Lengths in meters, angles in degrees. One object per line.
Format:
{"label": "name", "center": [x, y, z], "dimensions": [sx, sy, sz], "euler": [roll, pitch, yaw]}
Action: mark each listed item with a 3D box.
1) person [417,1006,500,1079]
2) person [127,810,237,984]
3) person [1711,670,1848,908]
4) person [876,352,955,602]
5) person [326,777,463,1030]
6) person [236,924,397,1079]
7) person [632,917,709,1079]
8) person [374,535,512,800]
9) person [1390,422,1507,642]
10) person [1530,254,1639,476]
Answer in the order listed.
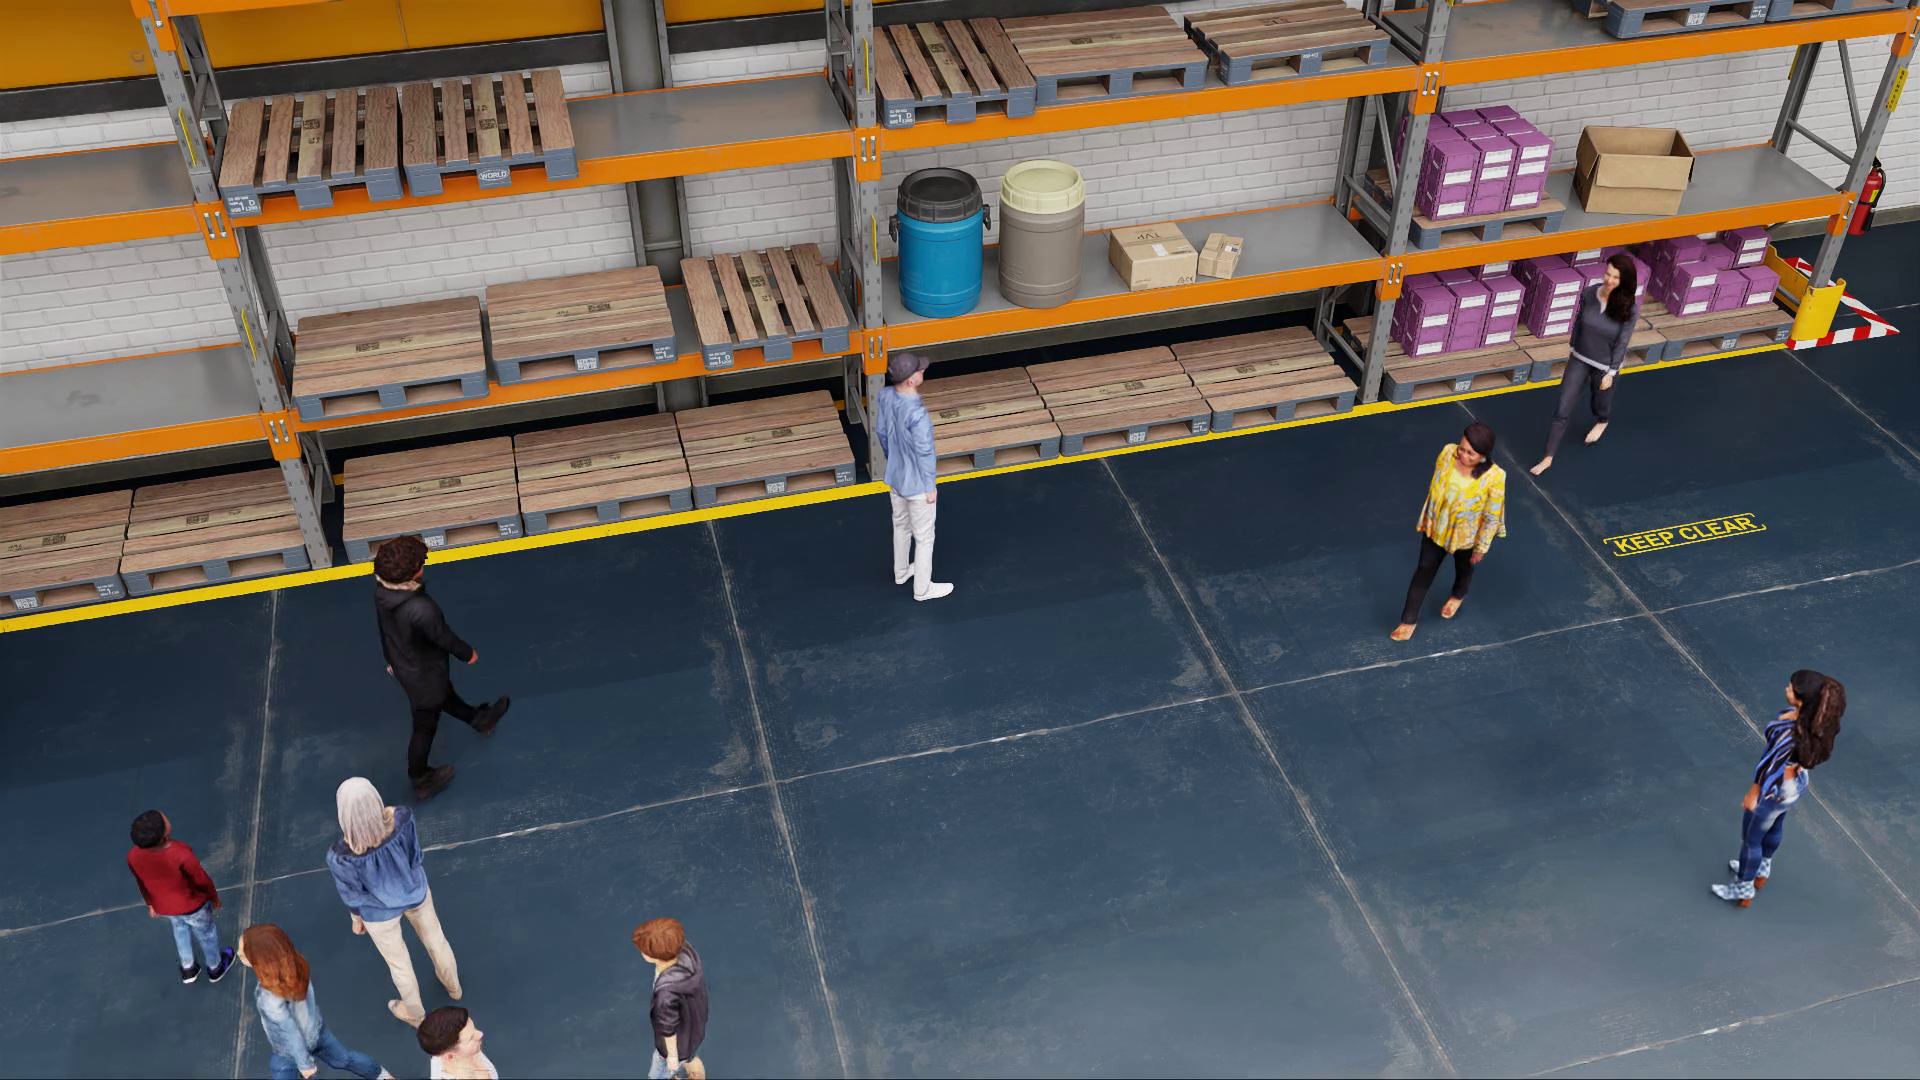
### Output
{"label": "person", "center": [-2.170, 2.659, 7.113], "dimensions": [1.254, 1.790, 0.770], "euler": [-5, 39, -6]}
{"label": "person", "center": [-4.020, 1.879, 8.525], "dimensions": [0.536, 1.246, 0.629], "euler": [0, 39, 0]}
{"label": "person", "center": [4.388, 1.322, 8.922], "dimensions": [0.635, 1.621, 0.755], "euler": [-29, 47, -31]}
{"label": "person", "center": [-0.319, -0.418, 10.888], "dimensions": [0.711, 1.888, 0.729], "euler": [-26, 45, -29]}
{"label": "person", "center": [-2.812, 1.801, 8.271], "dimensions": [0.769, 1.696, 0.674], "euler": [30, 47, 32]}
{"label": "person", "center": [-3.031, 2.303, 7.833], "dimensions": [1.005, 1.448, 0.627], "euler": [-7, 39, -9]}
{"label": "person", "center": [-1.267, 2.306, 7.838], "dimensions": [0.665, 1.437, 0.633], "euler": [4, 39, 6]}
{"label": "person", "center": [-3.127, 0.799, 9.490], "dimensions": [0.989, 1.730, 1.138], "euler": [27, 46, 30]}
{"label": "person", "center": [3.242, -0.091, 10.694], "dimensions": [1.019, 1.617, 1.145], "euler": [29, 47, 31]}
{"label": "person", "center": [4.676, -1.314, 12.134], "dimensions": [1.022, 1.731, 1.176], "euler": [27, 46, 29]}
